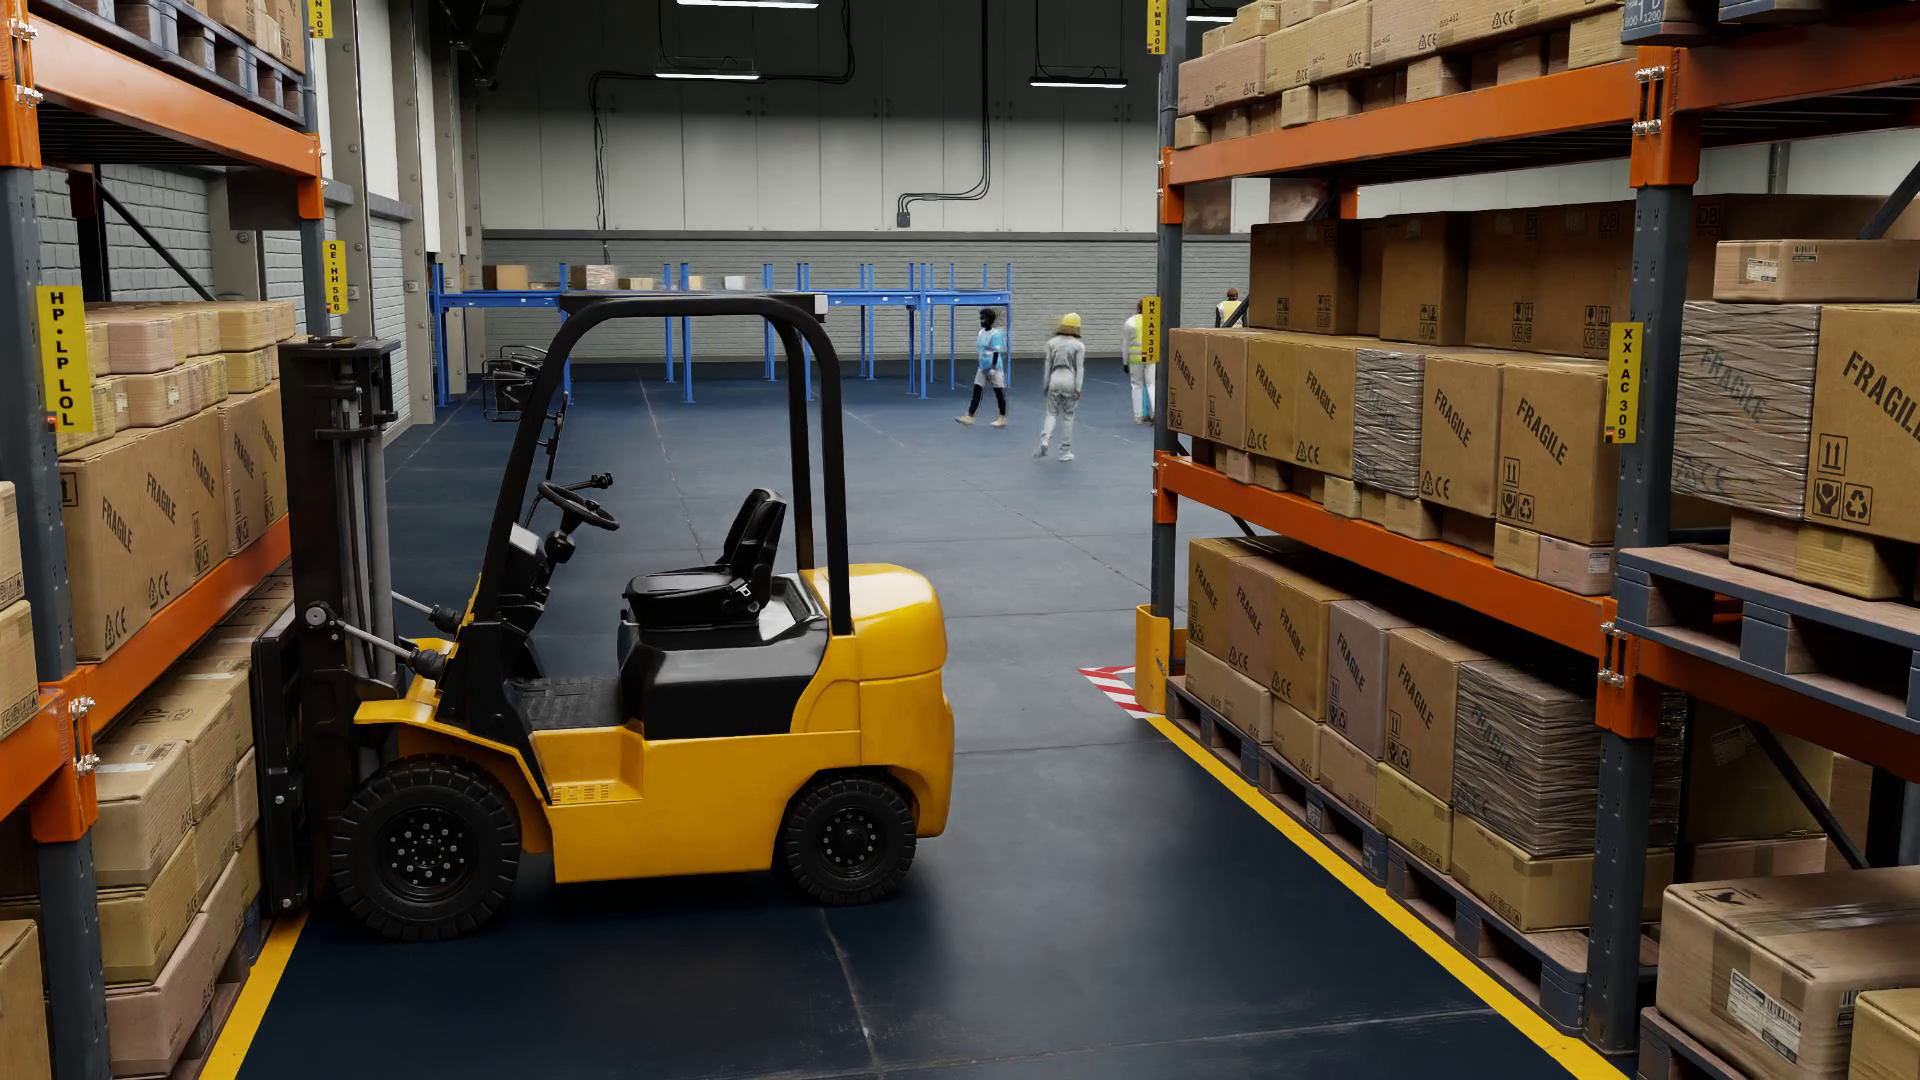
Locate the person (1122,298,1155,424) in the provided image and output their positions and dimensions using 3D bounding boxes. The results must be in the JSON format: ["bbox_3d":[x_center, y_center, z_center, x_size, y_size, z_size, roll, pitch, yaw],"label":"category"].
[{"bbox_3d":[2.660,-2.573,23.944,0.631,1.821,0.599,0,9,1],"label":"person"}]

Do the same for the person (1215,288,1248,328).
[{"bbox_3d":[5.363,-4.054,32.861,0.636,1.842,0.429,2,10,14],"label":"person"}]

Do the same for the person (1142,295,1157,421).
[{"bbox_3d":[2.892,-2.677,24.492,0.642,1.826,0.596,-9,13,-43],"label":"person"}]

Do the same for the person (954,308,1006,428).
[{"bbox_3d":[0.314,-2.395,23.273,0.819,1.655,0.553,-6,11,-32],"label":"person"}]

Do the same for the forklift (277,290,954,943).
[{"bbox_3d":[-1.179,0.175,6.143,2.313,2.155,1.214,-2,10,-12],"label":"forklift"}]

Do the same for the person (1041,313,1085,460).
[{"bbox_3d":[1.207,-1.796,19.468,0.510,1.715,0.543,5,11,28],"label":"person"}]
